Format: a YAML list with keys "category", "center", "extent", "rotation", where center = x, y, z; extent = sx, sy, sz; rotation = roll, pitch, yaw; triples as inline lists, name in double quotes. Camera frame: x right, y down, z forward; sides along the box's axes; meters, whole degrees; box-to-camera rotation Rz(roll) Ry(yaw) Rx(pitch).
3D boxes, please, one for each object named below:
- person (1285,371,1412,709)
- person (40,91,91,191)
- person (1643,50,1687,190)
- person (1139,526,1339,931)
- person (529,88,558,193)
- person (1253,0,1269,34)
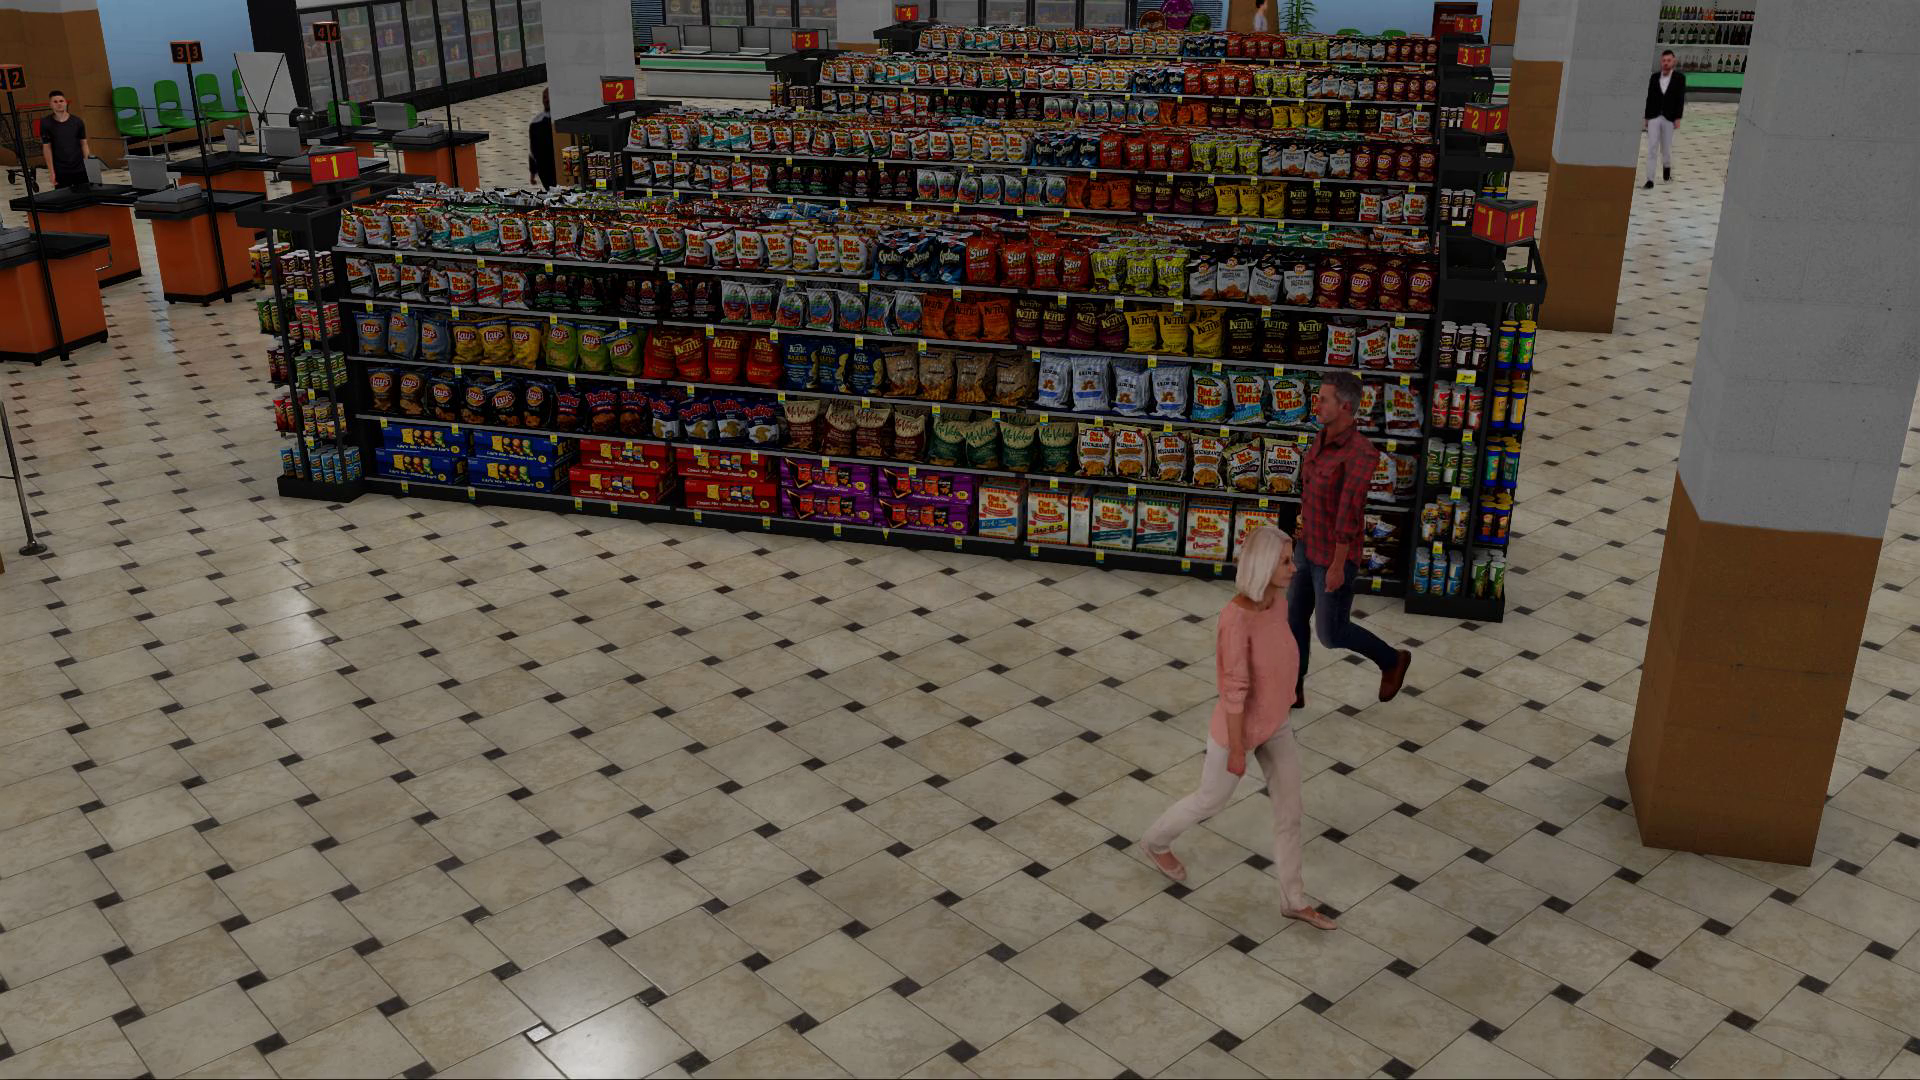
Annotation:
- category: "person"
  center: [1.927, 0.054, 8.307]
  extent: [1.154, 1.809, 0.990]
  rotation: [-4, 22, -11]
- category: "person"
  center: [-10.202, -4.245, 19.066]
  extent: [0.727, 1.764, 0.753]
  rotation: [-16, 27, -35]
- category: "person"
  center: [9.601, -5.726, 22.670]
  extent: [0.997, 1.827, 0.941]
  rotation: [16, 27, 34]
- category: "person"
  center: [1.094, 0.748, 6.749]
  extent: [1.223, 1.684, 0.917]
  rotation: [16, 27, 35]
- category: "person"
  center: [-4.607, -4.243, 19.031]
  extent: [1.167, 1.786, 0.887]
  rotation: [1, 22, 4]
- category: "person"
  center: [5.630, -9.415, 31.833]
  extent: [1.112, 1.839, 0.736]
  rotation: [4, 22, 10]
